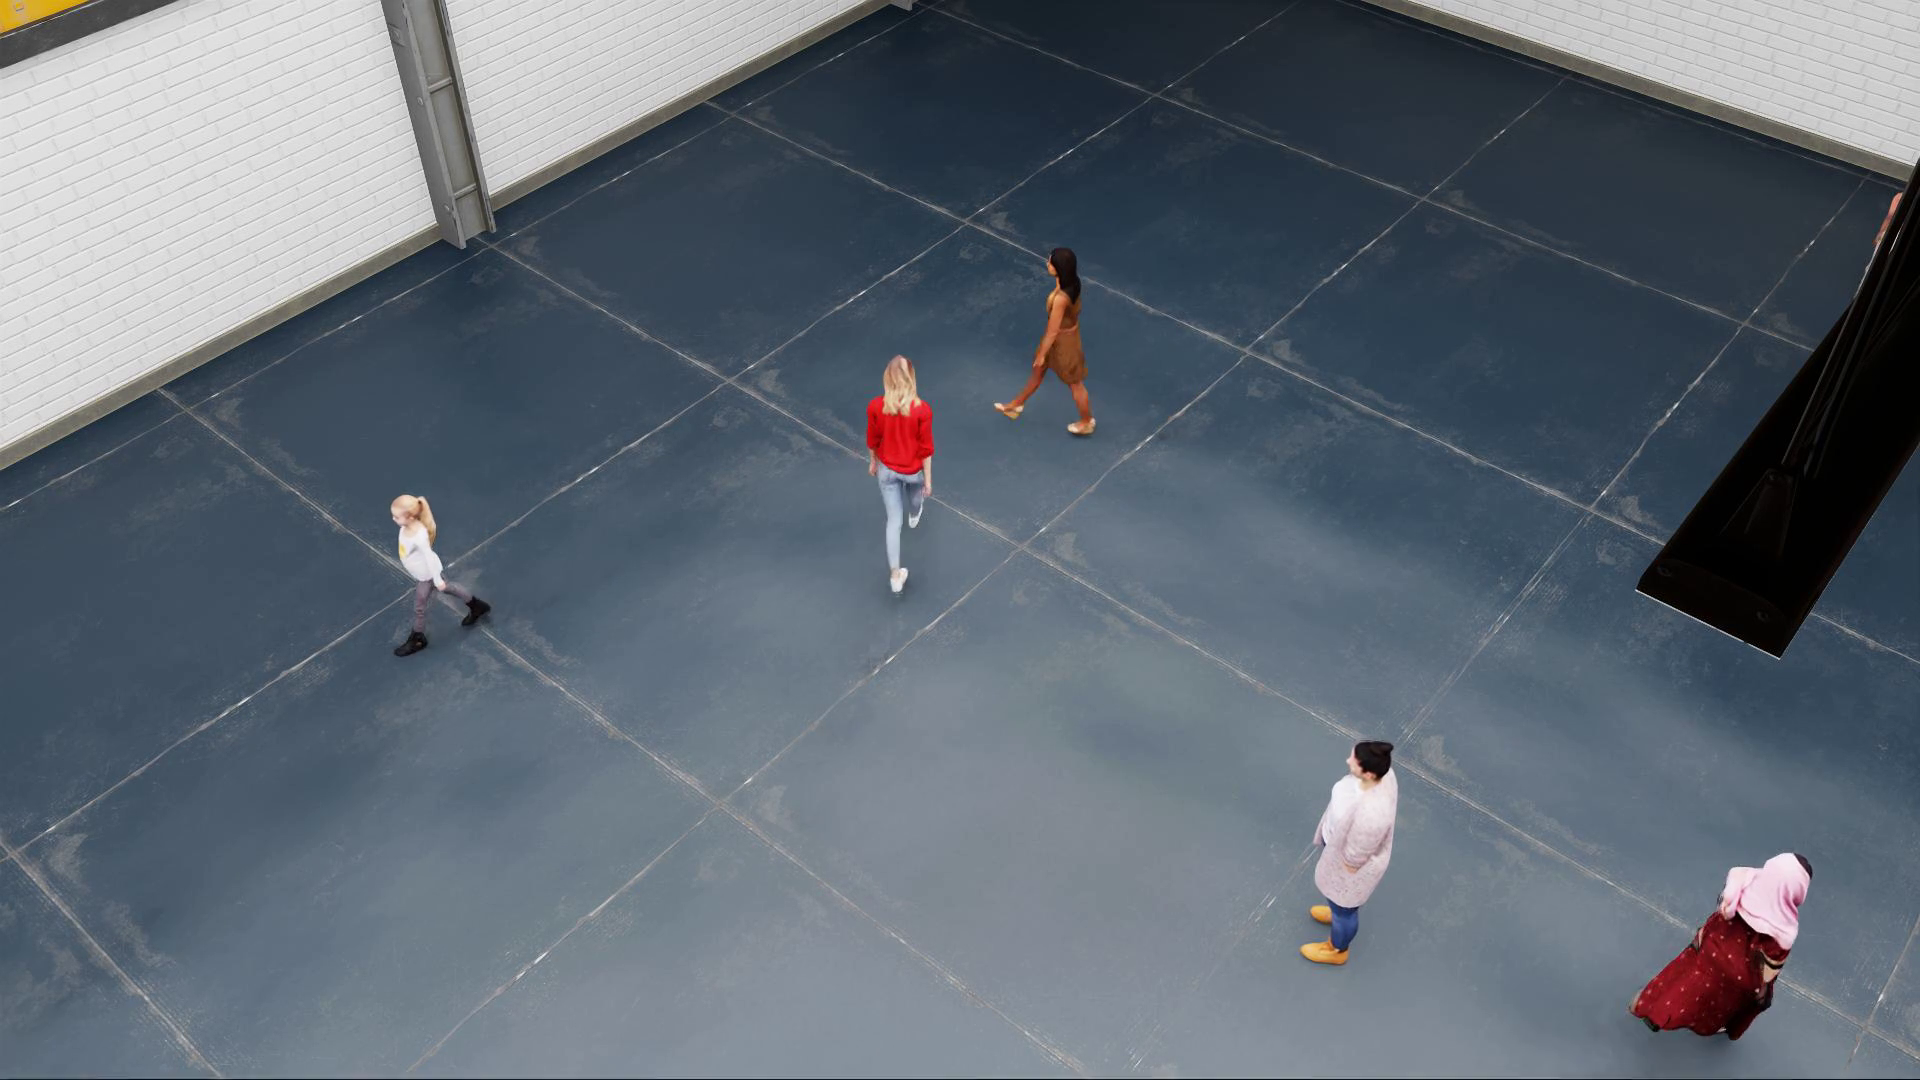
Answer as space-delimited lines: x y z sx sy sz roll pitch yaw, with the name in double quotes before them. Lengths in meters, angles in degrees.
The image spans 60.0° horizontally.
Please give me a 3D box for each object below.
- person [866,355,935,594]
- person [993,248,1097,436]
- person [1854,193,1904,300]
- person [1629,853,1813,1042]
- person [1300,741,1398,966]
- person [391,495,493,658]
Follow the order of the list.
"person" -0.406 -0.401 11.232 1.072 1.640 1.253 6 44 6
"person" 0.842 -1.409 12.282 0.989 1.652 1.047 6 44 6
"person" 7.693 -2.462 13.635 0.505 1.310 0.473 26 50 25
"person" 3.960 2.134 8.584 0.965 1.621 0.858 -15 46 -15
"person" 2.150 1.666 8.987 0.838 1.743 0.716 11 45 11
"person" -3.435 0.174 10.910 0.972 1.251 0.717 -21 48 -21
